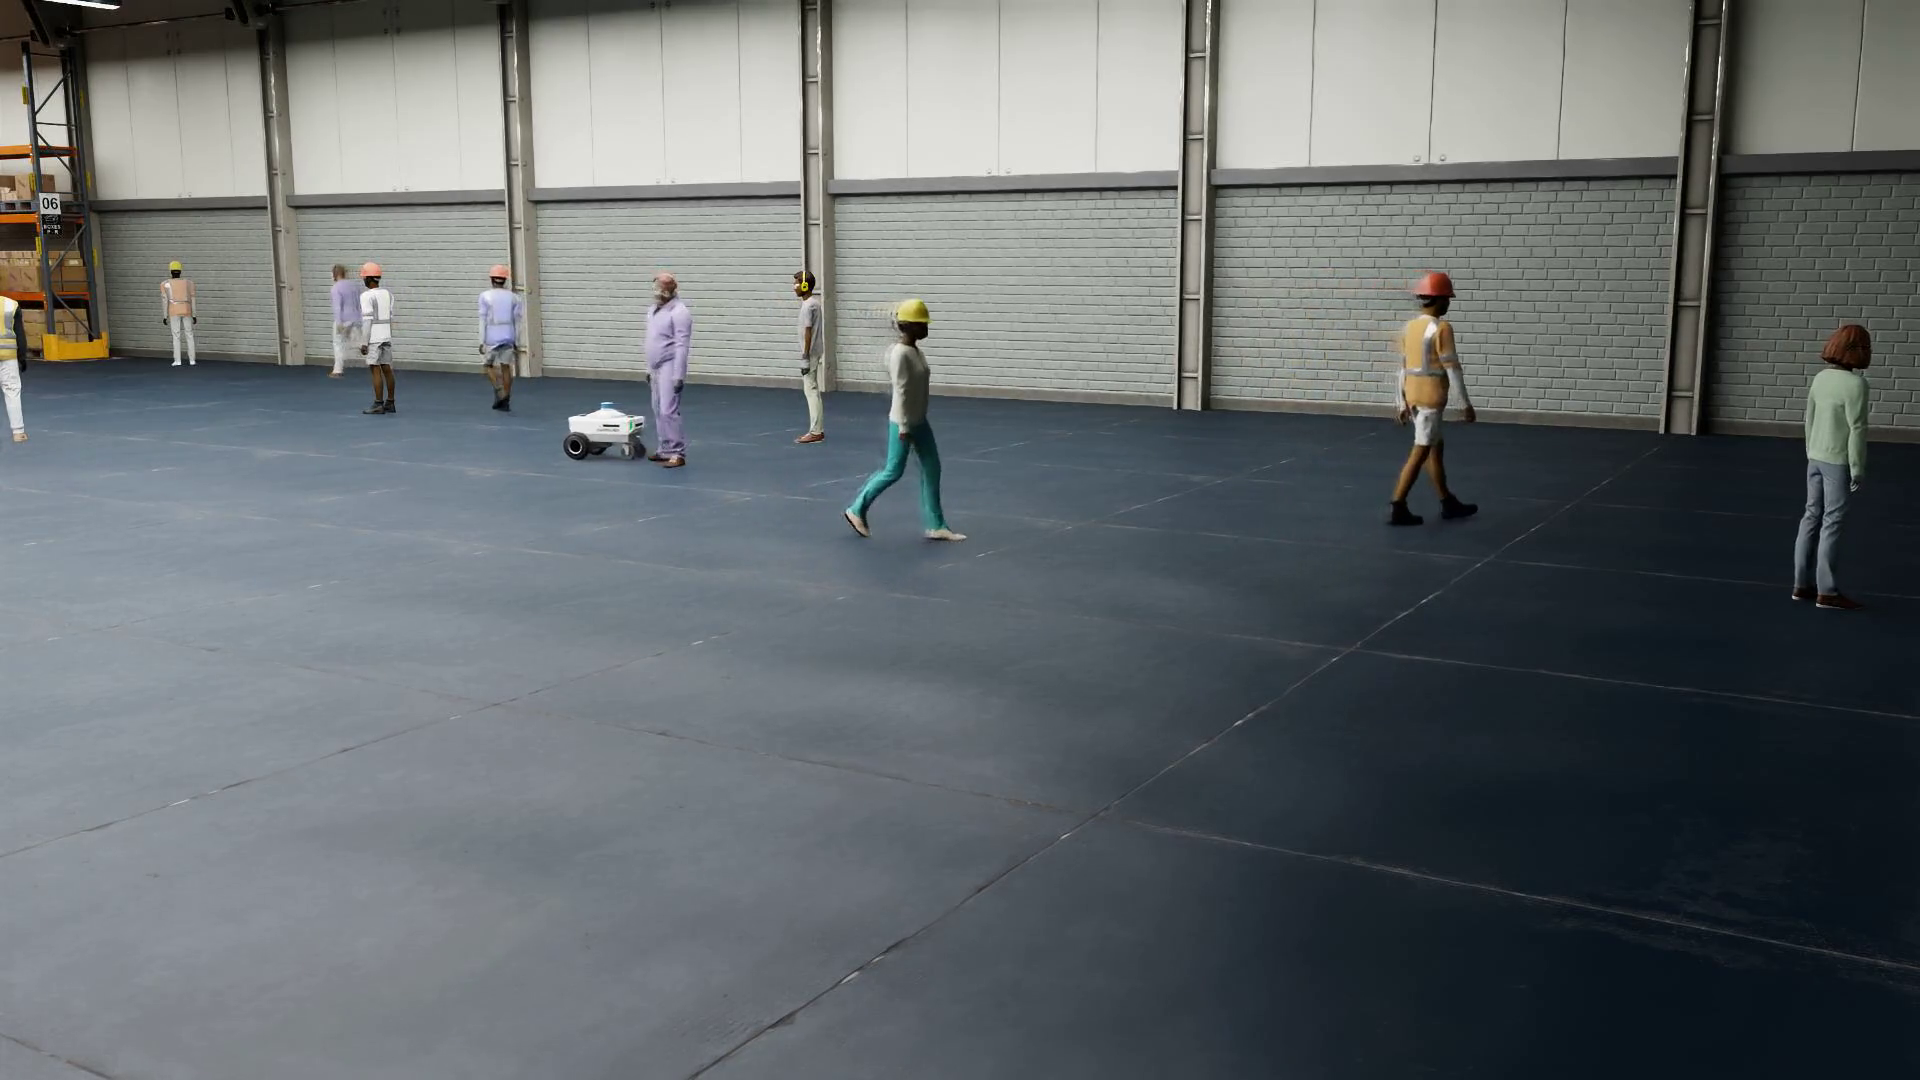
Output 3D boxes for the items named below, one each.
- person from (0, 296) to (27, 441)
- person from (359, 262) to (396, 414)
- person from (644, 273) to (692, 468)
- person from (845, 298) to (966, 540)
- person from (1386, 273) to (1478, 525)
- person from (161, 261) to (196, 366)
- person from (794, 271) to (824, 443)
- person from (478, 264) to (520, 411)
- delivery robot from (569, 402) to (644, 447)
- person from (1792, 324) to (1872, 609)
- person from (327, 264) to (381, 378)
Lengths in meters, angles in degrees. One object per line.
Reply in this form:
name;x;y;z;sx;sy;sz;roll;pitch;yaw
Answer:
person;-10.498;-1.976;18.088;0.633;1.842;0.429;-6;11;-30
person;-7.490;-2.579;21.333;0.349;1.942;0.545;3;10;17
person;-2.862;-1.628;16.004;0.393;1.865;0.844;-6;11;-30
person;-0.410;-0.851;11.828;0.847;1.732;0.534;3;10;19
person;3.600;-1.055;12.561;0.861;1.897;0.552;-2;10;-13
person;-14.404;-4.171;30.687;0.585;1.929;0.370;-7;12;-36
person;-1.647;-1.987;18.107;0.317;1.864;0.514;0;10;1
person;-6.010;-2.625;21.666;0.569;1.914;0.410;-7;12;-34
delivery robot;-3.534;-1.133;16.645;0.707;0.478;0.477;2;10;13
person;5.065;-0.426;9.622;0.277;1.632;0.502;0;10;-2
person;-10.122;-3.634;27.653;0.854;1.904;0.664;2;10;12
